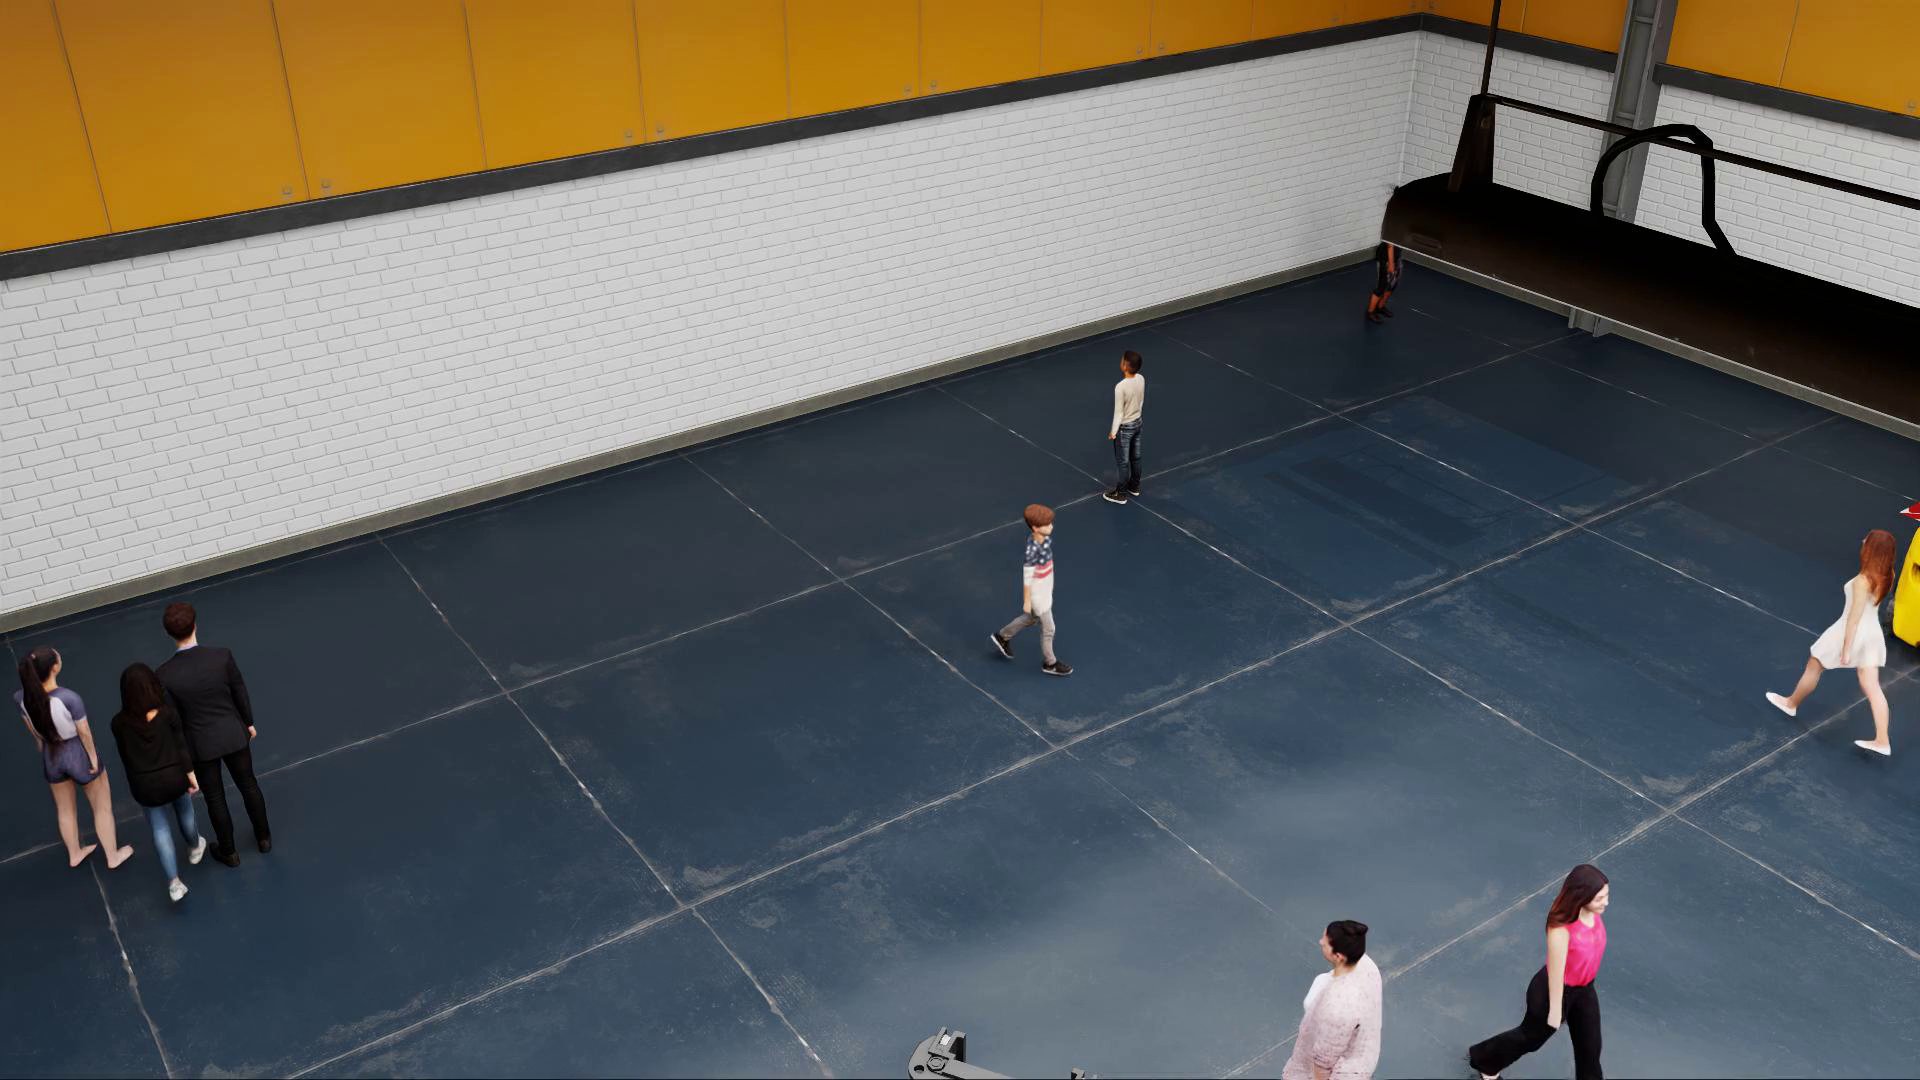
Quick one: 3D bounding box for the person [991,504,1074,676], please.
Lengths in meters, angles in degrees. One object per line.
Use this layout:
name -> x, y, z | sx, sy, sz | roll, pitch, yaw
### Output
person -> 0.538, 0.365, 12.700 | 0.976, 1.418, 0.858 | 9, 30, 16

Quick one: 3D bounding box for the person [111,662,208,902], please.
person -> -5.000, 1.520, 10.362 | 0.694, 1.629, 0.995 | -12, 31, -21

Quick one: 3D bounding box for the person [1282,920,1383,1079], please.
person -> 1.949, 2.602, 8.273 | 0.875, 1.731, 0.805 | 19, 34, 31

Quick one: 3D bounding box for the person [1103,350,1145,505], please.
person -> 1.537, -1.043, 15.235 | 0.562, 1.464, 0.599 | 24, 36, 36

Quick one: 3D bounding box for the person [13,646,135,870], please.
person -> -5.658, 1.406, 10.553 | 0.688, 1.647, 0.723 | 2, 29, 3

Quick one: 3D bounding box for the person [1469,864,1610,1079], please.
person -> 3.105, 2.385, 8.789 | 0.679, 1.618, 1.084 | -23, 36, -36

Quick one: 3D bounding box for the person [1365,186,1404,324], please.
person -> 4.906, -3.288, 19.152 | 0.716, 1.652, 0.695 | 12, 31, 21

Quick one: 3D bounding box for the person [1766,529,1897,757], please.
person -> 6.414, 0.746, 11.746 | 0.666, 1.664, 1.210 | -14, 32, -24

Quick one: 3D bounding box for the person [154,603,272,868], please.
person -> -4.753, 1.249, 10.593 | 0.705, 1.883, 0.623 | -22, 36, -35
